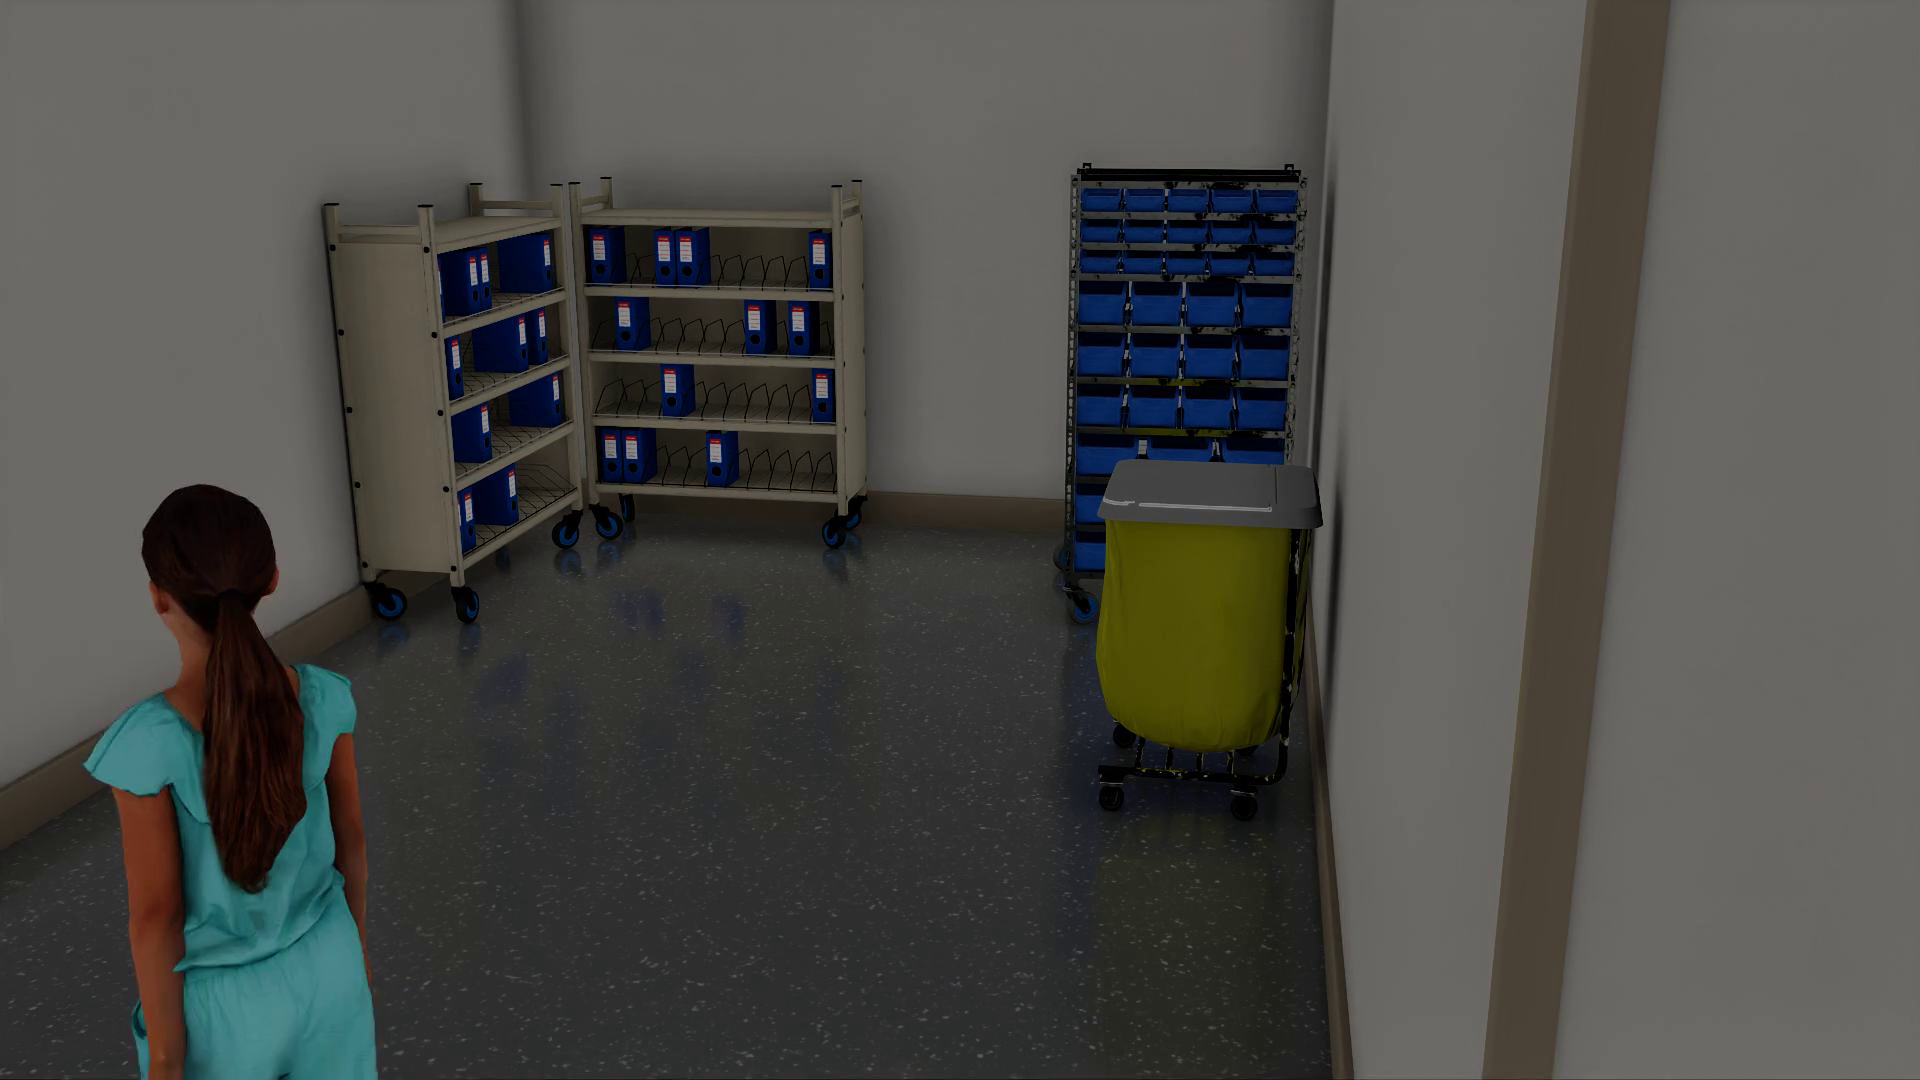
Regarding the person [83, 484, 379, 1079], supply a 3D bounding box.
[{"bbox_3d":[-0.999,0.697,2.453,0.930,1.540,0.817,15,22,42],"label":"person"}]
